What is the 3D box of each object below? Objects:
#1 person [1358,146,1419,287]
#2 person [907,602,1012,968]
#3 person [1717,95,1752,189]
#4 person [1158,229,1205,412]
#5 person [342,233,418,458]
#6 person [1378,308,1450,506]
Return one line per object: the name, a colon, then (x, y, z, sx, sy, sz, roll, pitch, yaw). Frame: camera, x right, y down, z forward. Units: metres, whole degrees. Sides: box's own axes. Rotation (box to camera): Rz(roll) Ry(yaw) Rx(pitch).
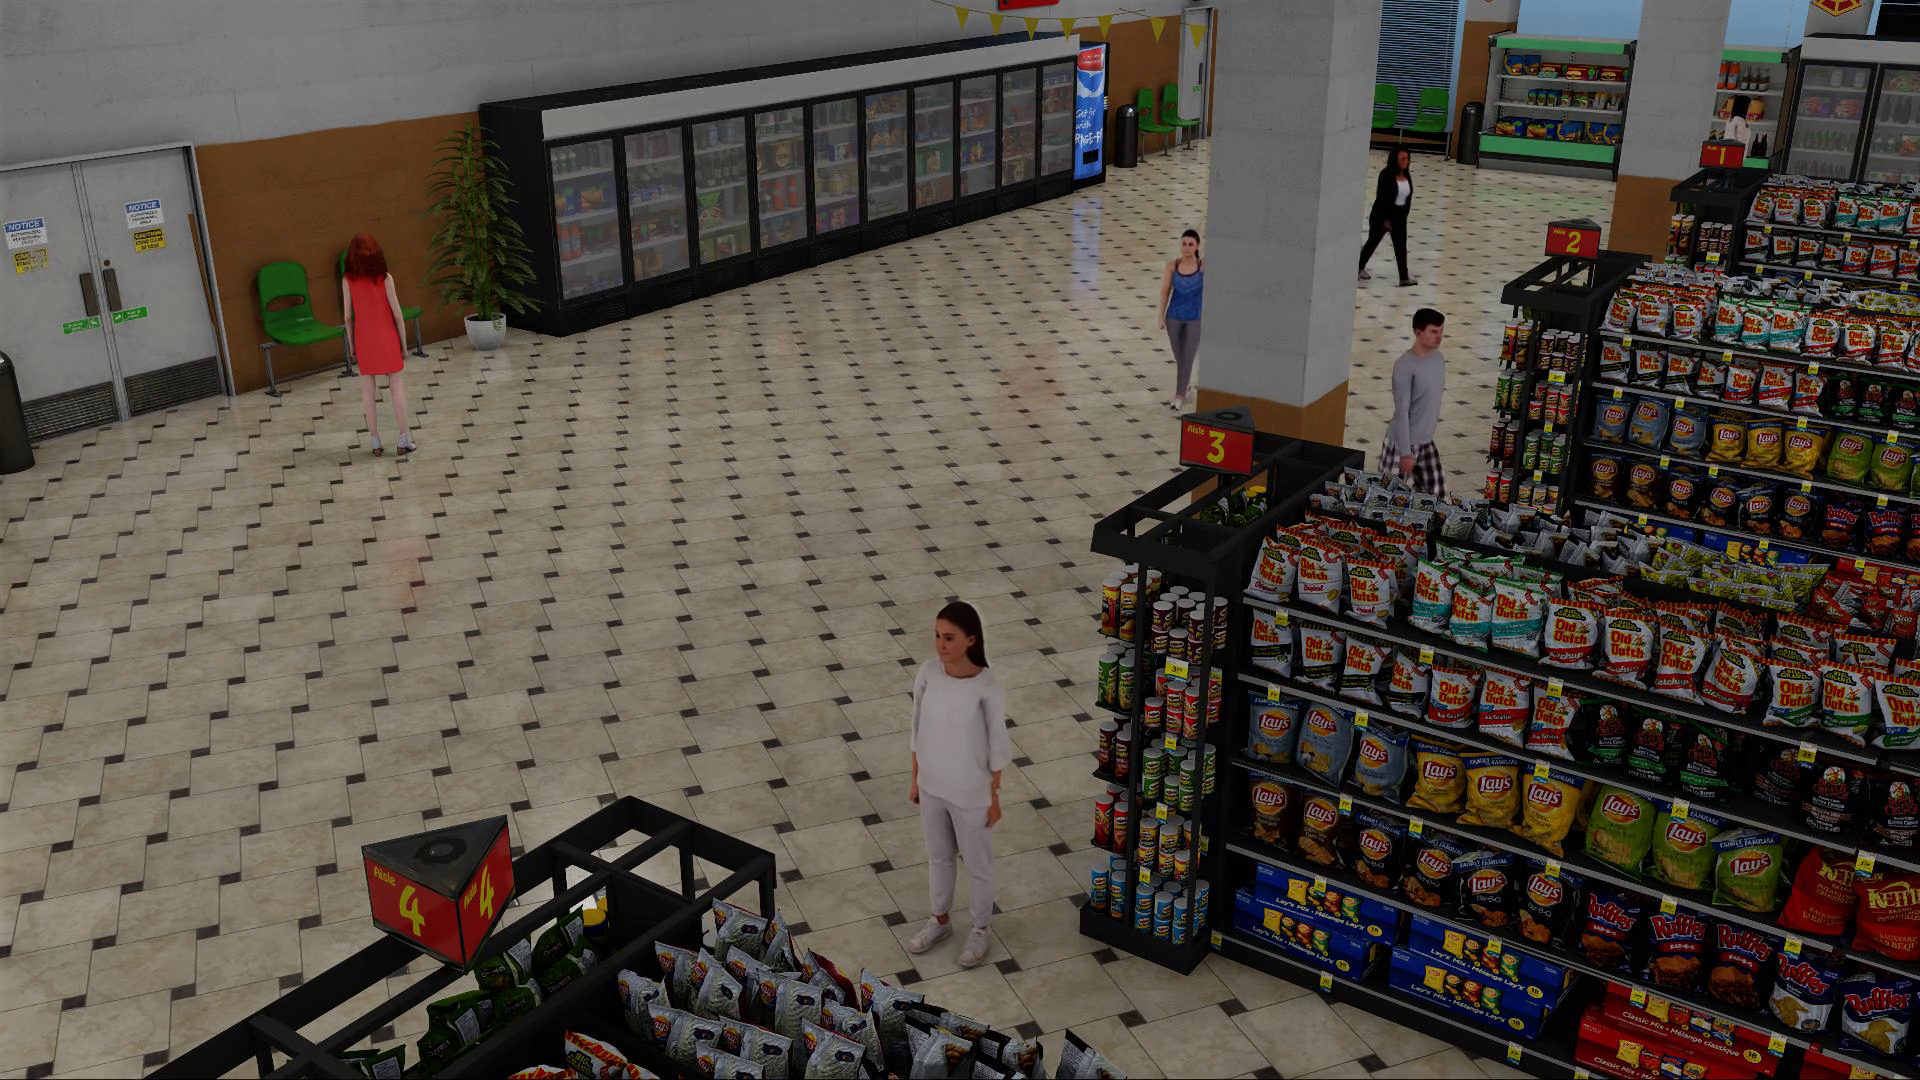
person: (4.869, -3.717, 19.158, 0.903, 1.573, 1.205, -15, 26, -32)
person: (-0.006, 1.042, 7.159, 0.499, 1.689, 0.683, 12, 25, 27)
person: (10.736, -5.349, 23.132, 0.740, 1.638, 0.706, -1, 22, -2)
person: (2.011, -1.960, 14.788, 1.021, 1.571, 0.807, 8, 23, 20)
person: (-4.732, -1.579, 13.496, 0.653, 1.827, 0.737, -2, 22, -4)
person: (2.985, -0.685, 11.277, 0.869, 1.822, 1.097, -15, 26, -32)
